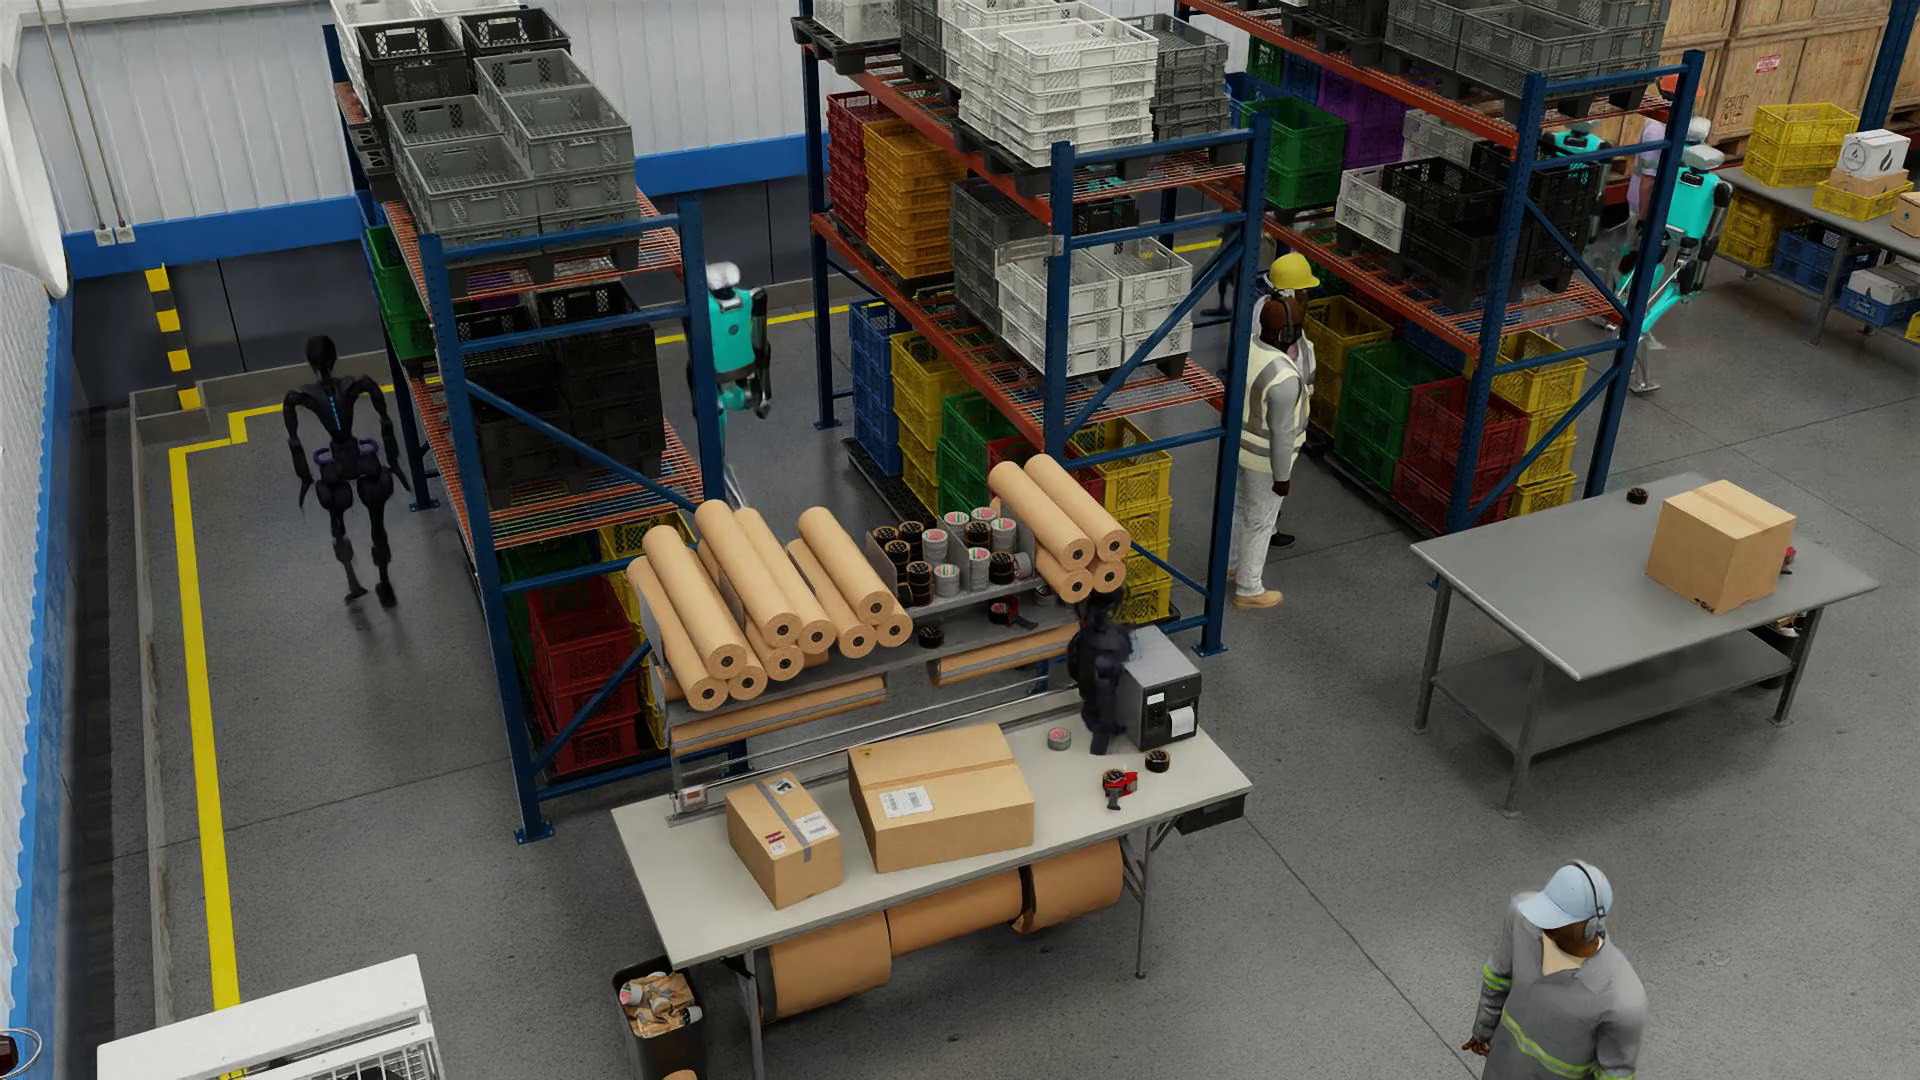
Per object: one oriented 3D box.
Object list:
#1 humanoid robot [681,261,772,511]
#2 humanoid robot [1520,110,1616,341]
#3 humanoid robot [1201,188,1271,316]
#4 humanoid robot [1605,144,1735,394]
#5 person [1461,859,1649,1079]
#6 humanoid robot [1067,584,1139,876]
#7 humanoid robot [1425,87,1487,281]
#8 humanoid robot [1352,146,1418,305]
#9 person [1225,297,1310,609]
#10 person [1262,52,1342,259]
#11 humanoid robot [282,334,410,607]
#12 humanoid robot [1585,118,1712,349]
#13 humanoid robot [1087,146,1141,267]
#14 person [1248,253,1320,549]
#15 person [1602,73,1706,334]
[{"bbox_3d":[-1.483,-0.923,10.126,0.543,1.772,1.043,-18,36,-27],"label":"humanoid robot"},{"bbox_3d":[4.318,-2.205,12.121,0.541,1.759,0.676,20,37,29],"label":"humanoid robot"},{"bbox_3d":[2.168,-2.464,12.633,0.553,1.637,0.584,0,32,1],"label":"humanoid robot"},{"bbox_3d":[4.789,-1.832,11.462,0.740,1.698,0.530,-20,37,-29],"label":"humanoid robot"},{"bbox_3d":[1.912,1.788,5.557,0.397,1.850,0.596,-14,34,-22],"label":"person"},{"bbox_3d":[0.539,0.851,7.253,0.621,1.640,0.608,0,32,0],"label":"humanoid robot"},{"bbox_3d":[3.922,-2.856,13.262,0.590,1.652,0.325,-8,33,-13],"label":"humanoid robot"},{"bbox_3d":[3.156,-2.197,12.241,0.583,1.630,0.783,-14,34,-21],"label":"humanoid robot"},{"bbox_3d":[1.698,-0.486,9.272,0.431,1.838,0.623,-7,32,-12],"label":"person"},{"bbox_3d":[2.853,-3.138,13.539,0.457,1.870,0.560,-10,33,-16],"label":"person"},{"bbox_3d":[-3.392,-0.378,9.237,0.595,1.645,0.335,-13,34,-21],"label":"humanoid robot"},{"bbox_3d":[4.978,-2.265,12.275,0.877,1.790,0.581,15,35,23],"label":"humanoid robot"},{"bbox_3d":[0.964,-1.994,11.790,0.543,1.721,0.982,8,32,12],"label":"humanoid robot"},{"bbox_3d":[1.870,-0.824,9.816,0.403,1.833,0.586,-2,32,-4],"label":"person"},{"bbox_3d":[5.161,-2.524,12.379,0.371,2.042,0.613,16,35,24],"label":"person"}]
